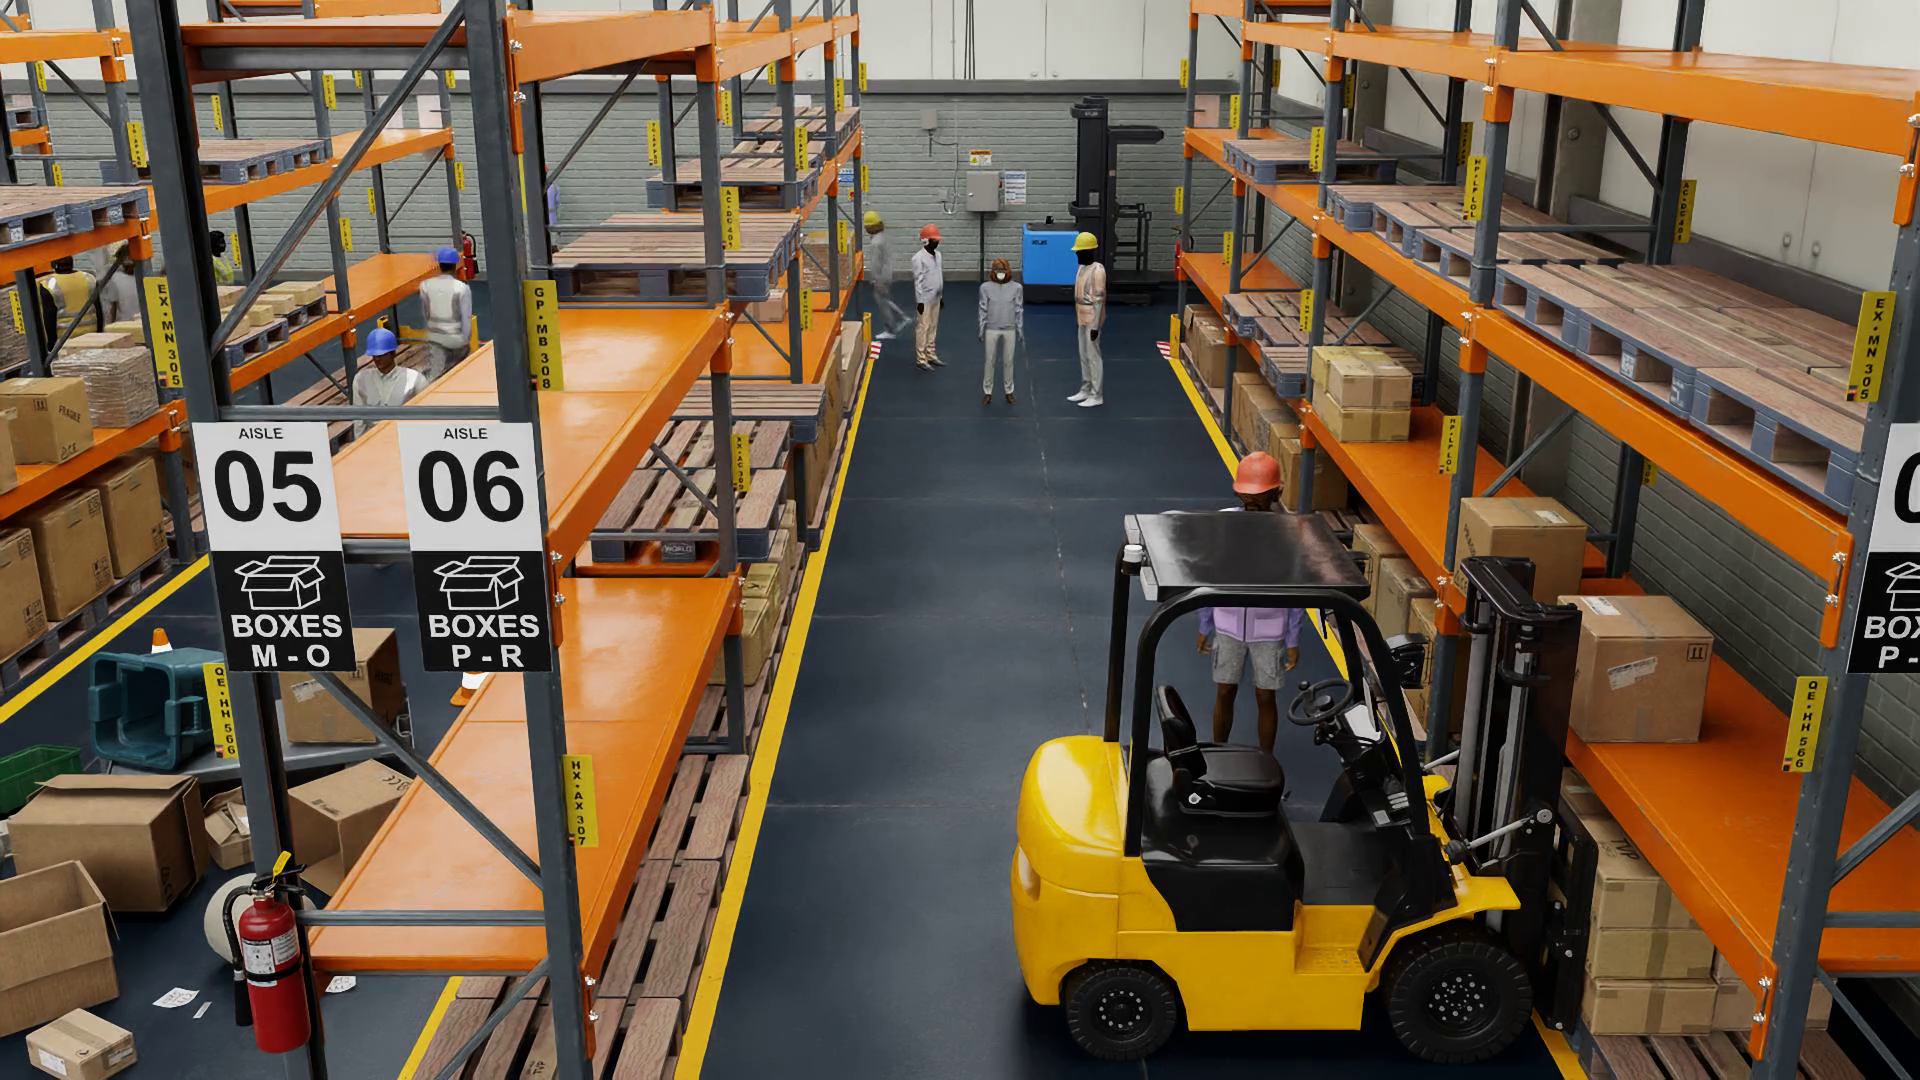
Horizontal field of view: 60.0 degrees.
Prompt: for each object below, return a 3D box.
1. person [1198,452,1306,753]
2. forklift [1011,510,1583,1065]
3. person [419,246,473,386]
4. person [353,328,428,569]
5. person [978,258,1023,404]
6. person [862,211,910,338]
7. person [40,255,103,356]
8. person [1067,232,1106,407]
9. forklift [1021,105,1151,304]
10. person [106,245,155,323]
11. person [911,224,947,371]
[{"bbox_3d":[1.622,0.495,9.309,0.607,2.044,0.378,7,20,20],"label":"person"},{"bbox_3d":[1.387,1.055,7.378,2.313,2.155,1.214,0,18,0],"label":"forklift"},{"bbox_3d":[-5.380,-2.121,17.466,0.602,1.897,1.044,2,18,7],"label":"person"},{"bbox_3d":[-4.451,-0.712,13.105,0.614,1.945,0.403,-1,18,-2],"label":"person"},{"bbox_3d":[0.452,-2.319,18.456,0.507,1.632,0.264,-1,18,-3],"label":"person"},{"bbox_3d":[-1.012,-3.462,21.799,0.575,1.701,0.544,0,18,1],"label":"person"},{"bbox_3d":[-9.453,-2.194,17.755,0.429,1.845,0.621,13,22,34],"label":"person"},{"bbox_3d":[1.402,-2.433,18.364,0.386,1.919,0.581,-6,19,-17],"label":"person"},{"bbox_3d":[1.857,-4.944,24.441,1.873,2.768,1.129,0,18,0],"label":"forklift"},{"bbox_3d":[-8.810,-2.250,17.943,0.776,1.834,0.504,16,24,40],"label":"person"},{"bbox_3d":[-0.363,-2.942,20.147,0.320,1.755,0.563,10,21,27],"label":"person"}]
